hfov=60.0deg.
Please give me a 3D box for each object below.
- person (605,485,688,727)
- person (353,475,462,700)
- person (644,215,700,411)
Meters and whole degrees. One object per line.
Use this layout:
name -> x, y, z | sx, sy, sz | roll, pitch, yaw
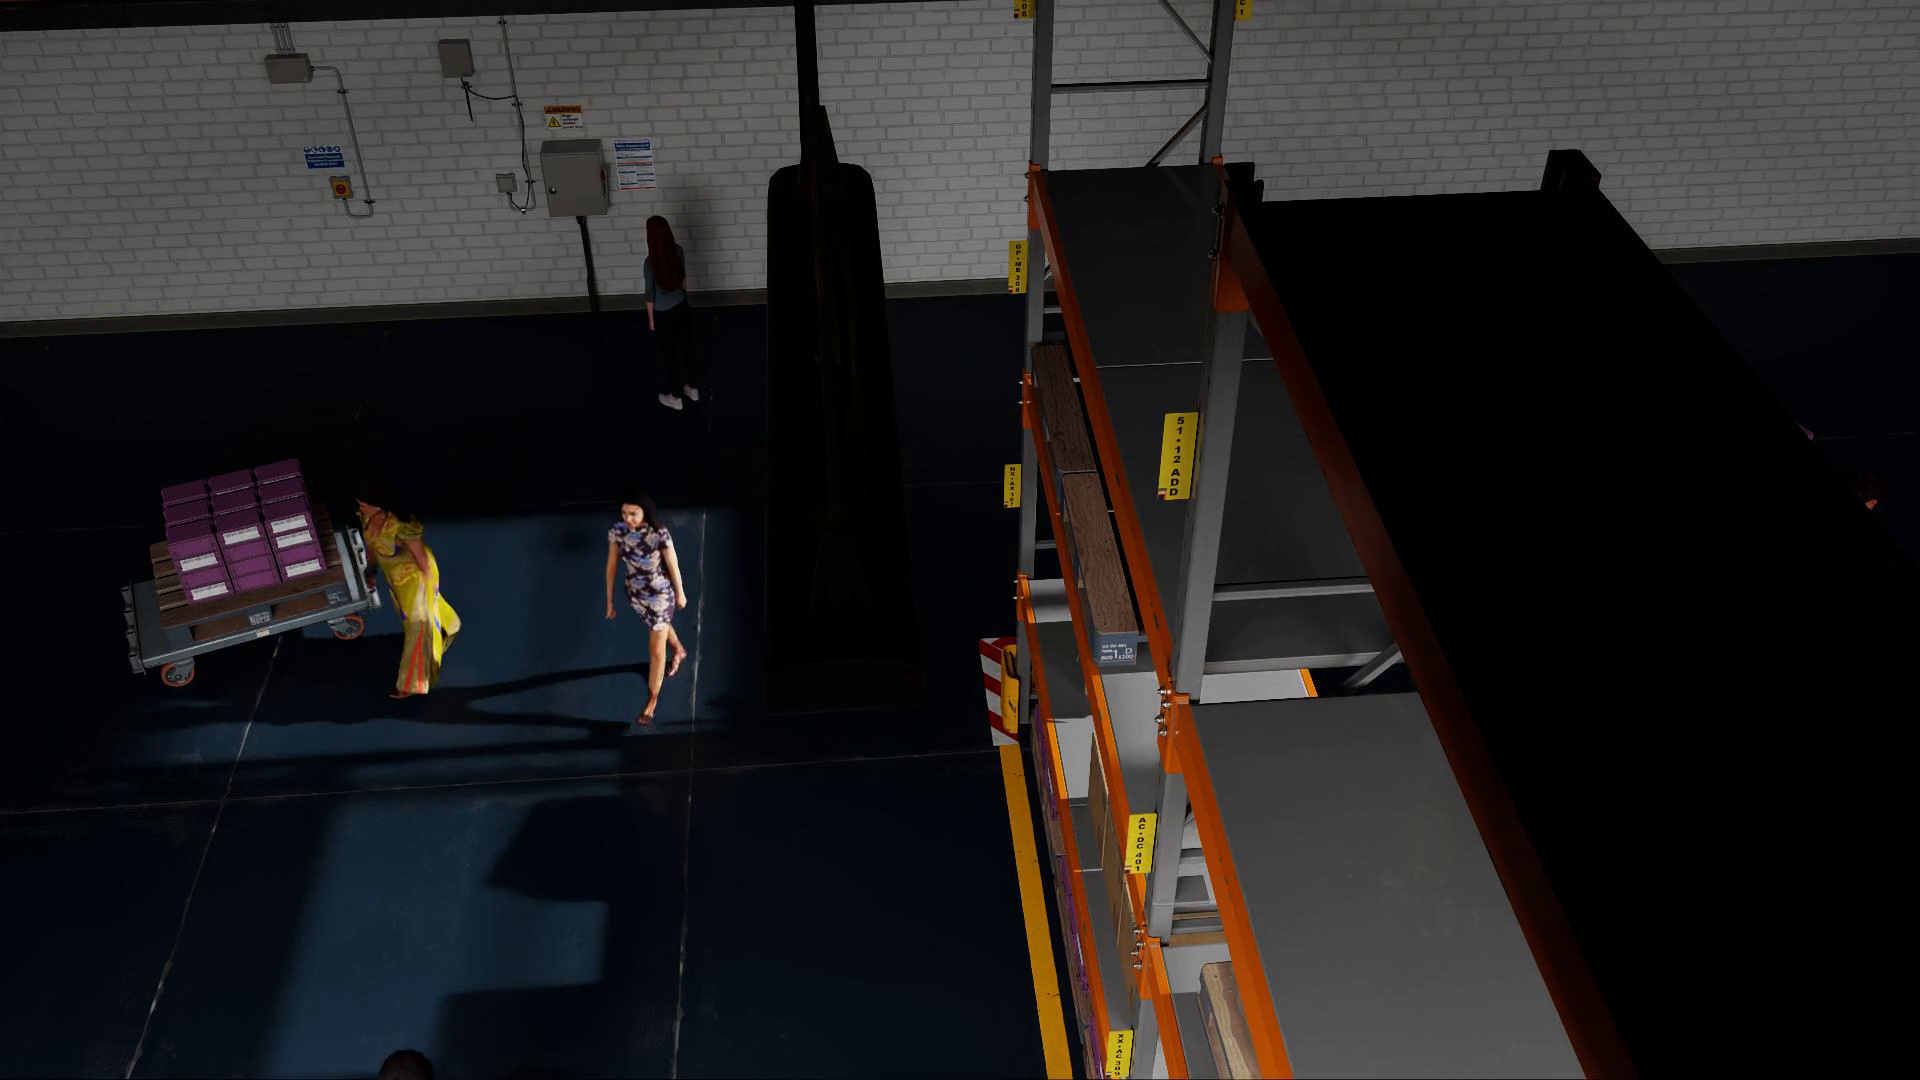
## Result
person -> -2.032, 0.327, 11.088 | 0.884, 1.688, 1.174 | 9, 40, 12
person -> -3.715, 0.180, 11.327 | 1.232, 1.619, 1.316 | 21, 43, 24
person -> -2.401, -1.887, 13.818 | 0.707, 1.741, 0.655 | 30, 47, 32
